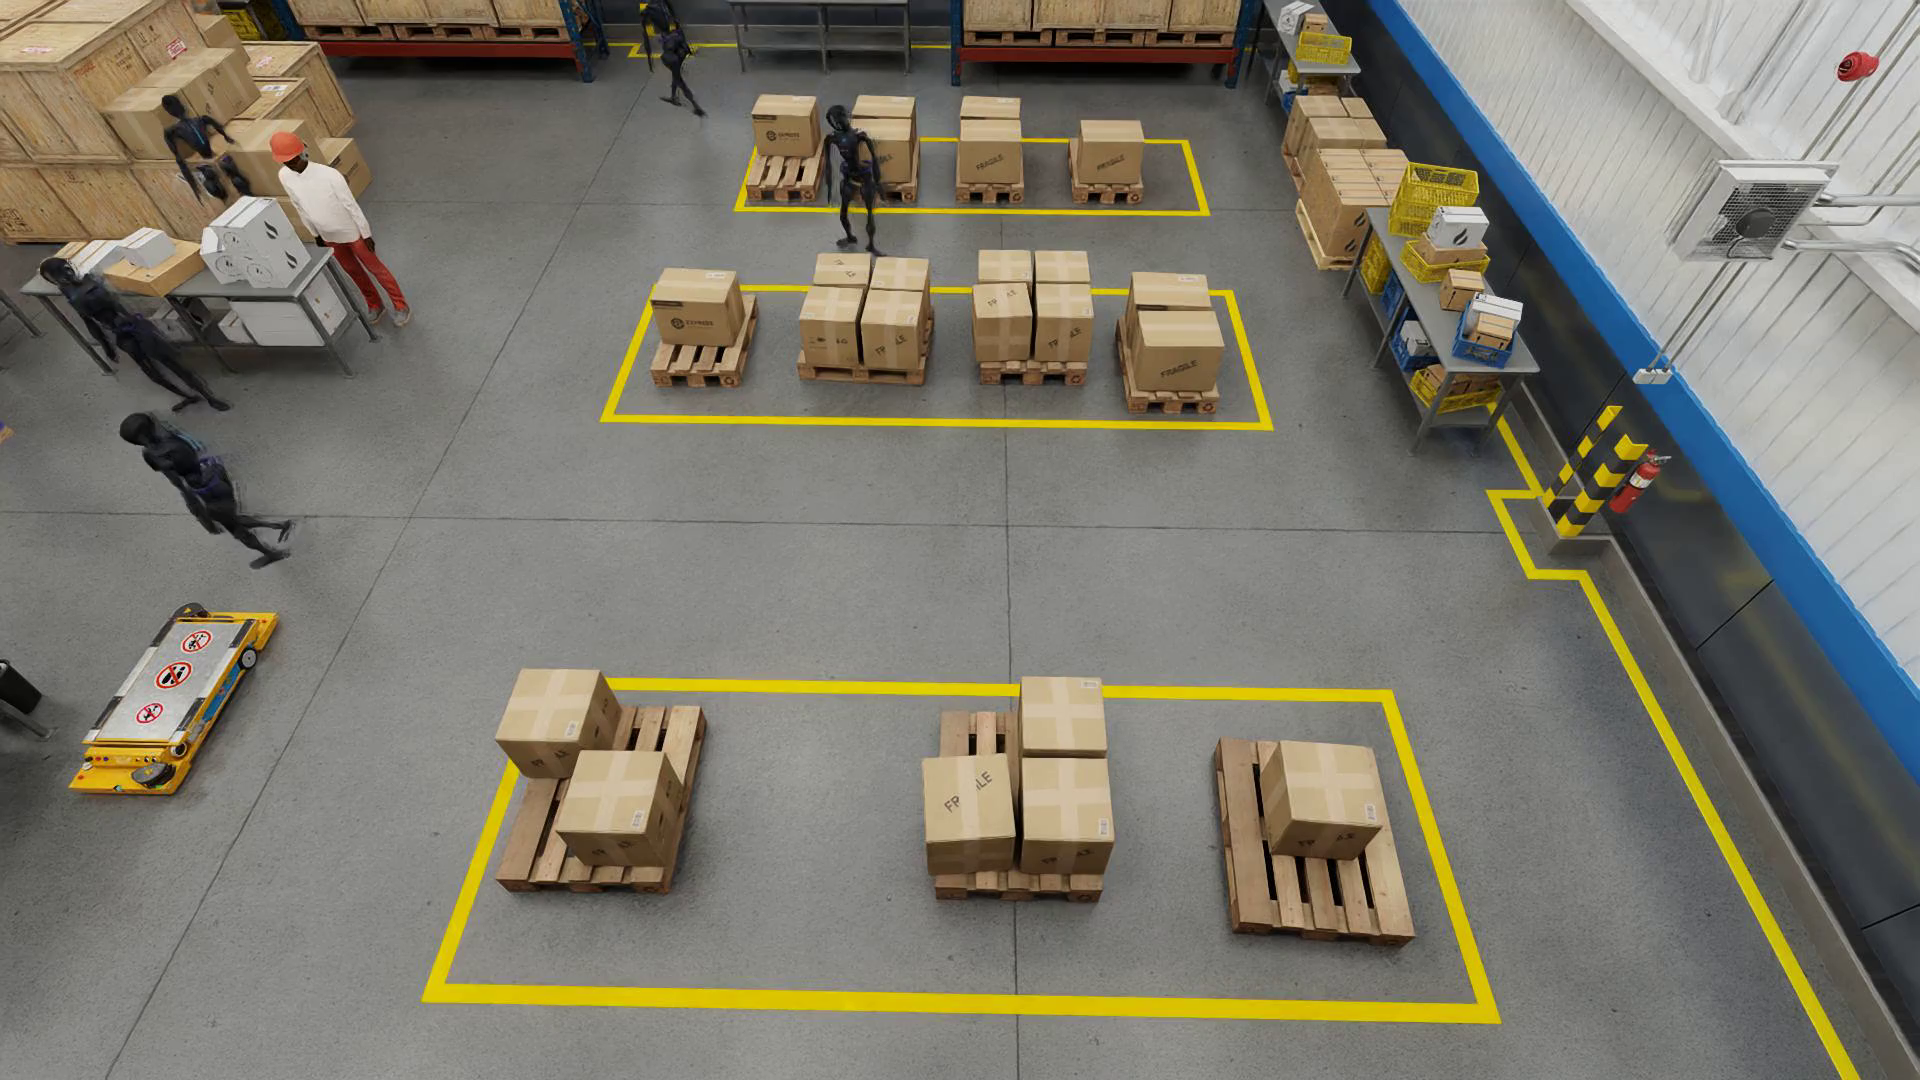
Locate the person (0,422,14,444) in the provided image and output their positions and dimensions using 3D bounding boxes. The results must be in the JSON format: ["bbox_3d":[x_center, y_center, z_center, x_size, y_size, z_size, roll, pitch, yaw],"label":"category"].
[{"bbox_3d":[-8.852,-1.565,7.532,0.681,2.000,0.538,18,52,14],"label":"person"}]

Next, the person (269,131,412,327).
[{"bbox_3d":[-5.897,-2.912,8.710,0.614,1.986,0.405,3,50,3],"label":"person"}]

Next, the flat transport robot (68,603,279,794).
[{"bbox_3d":[-5.504,1.072,6.442,0.652,0.197,1.431,1,50,1],"label":"flat transport robot"}]

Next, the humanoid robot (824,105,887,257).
[{"bbox_3d":[-1.077,-3.731,9.613,0.649,1.630,0.402,7,50,6],"label":"humanoid robot"}]

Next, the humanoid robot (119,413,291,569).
[{"bbox_3d":[-5.533,-0.367,6.761,0.393,1.643,0.619,-24,54,-19],"label":"humanoid robot"}]

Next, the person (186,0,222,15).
[{"bbox_3d":[-10.054,-6.881,12.158,1.017,1.855,0.579,-2,50,-2],"label":"person"}]

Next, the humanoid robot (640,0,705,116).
[{"bbox_3d":[-3.747,-6.335,11.838,0.750,1.623,0.603,20,53,16],"label":"humanoid robot"}]

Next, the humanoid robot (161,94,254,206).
[{"bbox_3d":[-7.893,-3.911,9.795,0.816,1.596,0.701,31,56,24],"label":"humanoid robot"}]

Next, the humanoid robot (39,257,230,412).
[{"bbox_3d":[-7.107,-1.727,7.915,0.649,1.635,0.372,10,50,8],"label":"humanoid robot"}]
